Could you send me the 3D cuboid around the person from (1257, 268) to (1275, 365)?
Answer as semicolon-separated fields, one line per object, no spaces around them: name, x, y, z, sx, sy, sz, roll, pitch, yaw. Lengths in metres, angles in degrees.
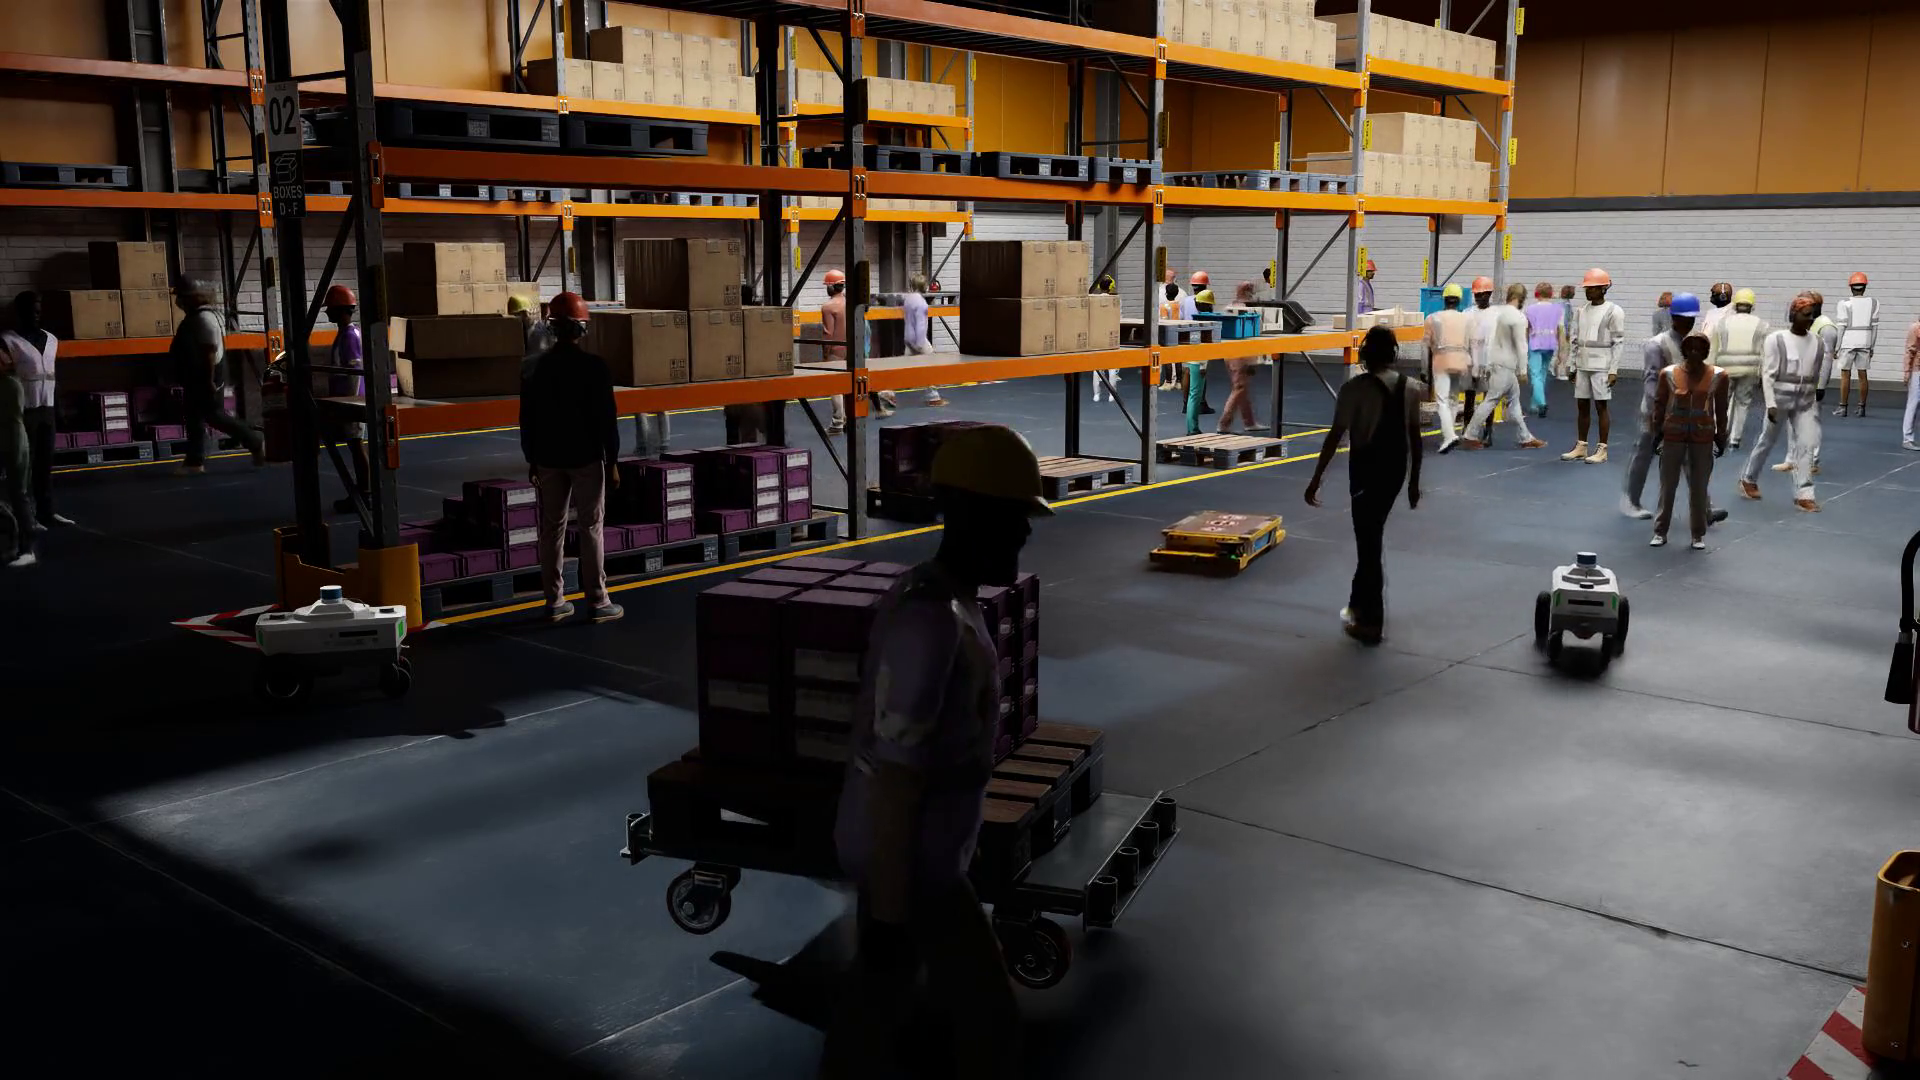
person;5.979;-4.336;32.281;0.328;1.872;0.513;-6;12;-33

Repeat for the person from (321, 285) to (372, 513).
person;-5.241;-1.200;14.232;0.357;1.938;0.542;-4;11;-22

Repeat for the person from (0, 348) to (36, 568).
person;-6.766;-0.601;11.746;0.519;1.617;0.352;3;10;18

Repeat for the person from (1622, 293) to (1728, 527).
person;5.834;-1.054;13.540;0.642;1.885;1.007;-3;10;-18

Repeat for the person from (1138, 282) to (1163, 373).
person;3.620;-3.993;30.038;0.792;1.969;0.619;-2;10;-14

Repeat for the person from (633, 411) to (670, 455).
person;-3.411;-1.844;18.205;0.599;1.828;0.404;-5;11;-25

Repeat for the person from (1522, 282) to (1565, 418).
person;7.812;-2.556;22.322;0.568;1.814;0.900;0;10;0

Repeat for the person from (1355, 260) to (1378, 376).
person;7.162;-3.913;29.382;0.374;2.044;0.605;5;11;26

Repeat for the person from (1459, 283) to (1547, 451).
person;6.052;-1.912;18.504;1.018;1.871;0.643;0;10;-2

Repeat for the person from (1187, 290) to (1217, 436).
person;2.854;-2.066;19.670;0.328;1.762;0.523;1;10;4

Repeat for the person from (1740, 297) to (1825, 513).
person;7.243;-1.202;14.573;0.572;1.847;0.987;0;10;-2

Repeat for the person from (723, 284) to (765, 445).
person;-1.999;-1.515;16.086;0.604;1.929;0.915;6;11;29

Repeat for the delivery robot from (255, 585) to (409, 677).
delivery robot;-3.152;0.473;8.376;0.707;0.478;0.477;-3;11;-17

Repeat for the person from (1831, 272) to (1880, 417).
person;11.974;-2.609;22.278;0.542;1.930;0.374;1;10;4

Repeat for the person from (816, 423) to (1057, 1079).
person;-0.029;0.686;3.686;0.772;1.867;0.591;-1;10;-8

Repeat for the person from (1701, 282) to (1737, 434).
person;9.233;-2.206;20.250;0.430;1.840;0.623;-1;10;-6

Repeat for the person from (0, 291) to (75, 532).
person;-7.435;-1.030;13.326;0.393;1.916;0.590;2;10;12

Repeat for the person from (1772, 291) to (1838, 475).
person;8.440;-1.560;16.590;0.430;1.834;0.644;-1;10;-4

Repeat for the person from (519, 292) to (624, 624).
person;-2.328;-0.486;10.008;0.622;1.991;0.389;3;10;14

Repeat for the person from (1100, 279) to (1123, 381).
person;2.531;-3.573;28.299;0.484;1.744;0.295;3;10;16

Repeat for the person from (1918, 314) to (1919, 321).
person;11.473;-2.077;19.330;0.401;1.905;0.642;-8;13;-39

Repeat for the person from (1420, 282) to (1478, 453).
person;5.454;-1.913;18.452;0.603;1.884;0.884;-1;10;-3

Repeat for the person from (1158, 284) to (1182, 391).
person;3.342;-3.207;26.344;0.541;1.695;0.316;-9;13;-40

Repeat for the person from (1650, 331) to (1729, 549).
person;5.480;-0.748;12.516;0.523;1.636;0.308;5;11;24

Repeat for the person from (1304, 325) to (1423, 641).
person;2.349;-0.340;9.736;0.646;1.803;0.733;-4;11;-22

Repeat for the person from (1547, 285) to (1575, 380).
person;10.320;-3.538;28.410;0.388;1.625;0.538;2;10;12

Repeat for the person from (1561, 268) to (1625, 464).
person;6.627;-1.816;17.443;0.390;2.040;0.614;-5;11;-27

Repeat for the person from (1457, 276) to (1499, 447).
person;5.911;-2.025;18.930;0.552;1.936;0.359;9;13;41

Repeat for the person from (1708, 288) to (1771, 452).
person;8.602;-1.870;18.379;0.621;1.819;0.460;4;11;22

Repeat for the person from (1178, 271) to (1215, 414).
person;3.238;-2.682;22.669;0.543;1.939;0.370;9;13;41

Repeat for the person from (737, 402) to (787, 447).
person;-1.748;-1.126;14.673;0.538;1.623;0.433;9;14;42

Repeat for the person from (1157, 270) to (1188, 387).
person;3.367;-3.424;27.031;0.648;1.896;0.399;-1;10;-4

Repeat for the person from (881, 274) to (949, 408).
person;-0.666;-2.813;23.541;0.976;1.904;0.644;-4;11;-23

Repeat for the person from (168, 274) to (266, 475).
person;-7.443;-1.669;16.611;0.872;2.000;0.698;-6;12;-31

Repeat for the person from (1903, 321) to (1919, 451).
person;10.794;-1.871;18.574;0.549;1.757;0.341;-2;10;-9

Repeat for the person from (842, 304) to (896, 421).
person;-1.238;-2.387;21.744;0.816;1.657;0.546;-5;11;-28

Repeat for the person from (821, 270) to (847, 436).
person;-1.486;-2.257;20.089;0.396;1.992;0.622;6;12;33

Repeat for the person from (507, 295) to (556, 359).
person;-4.345;-1.598;16.961;0.616;1.776;0.704;3;10;16

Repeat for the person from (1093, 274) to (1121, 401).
person;2.137;-2.976;24.537;0.516;1.873;0.329;3;10;15

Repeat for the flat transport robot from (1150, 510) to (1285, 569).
flat transport robot;1.921;-0.020;12.259;0.652;0.197;1.431;4;11;23

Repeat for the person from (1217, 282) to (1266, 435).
person;3.479;-2.208;20.257;0.870;1.839;0.701;-4;11;-24

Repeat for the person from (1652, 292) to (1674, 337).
person;10.911;-3.035;25.681;0.498;1.588;0.891;0;10;2

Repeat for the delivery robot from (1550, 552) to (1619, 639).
delivery robot;3.489;0.311;9.297;0.477;0.478;0.707;3;11;19
